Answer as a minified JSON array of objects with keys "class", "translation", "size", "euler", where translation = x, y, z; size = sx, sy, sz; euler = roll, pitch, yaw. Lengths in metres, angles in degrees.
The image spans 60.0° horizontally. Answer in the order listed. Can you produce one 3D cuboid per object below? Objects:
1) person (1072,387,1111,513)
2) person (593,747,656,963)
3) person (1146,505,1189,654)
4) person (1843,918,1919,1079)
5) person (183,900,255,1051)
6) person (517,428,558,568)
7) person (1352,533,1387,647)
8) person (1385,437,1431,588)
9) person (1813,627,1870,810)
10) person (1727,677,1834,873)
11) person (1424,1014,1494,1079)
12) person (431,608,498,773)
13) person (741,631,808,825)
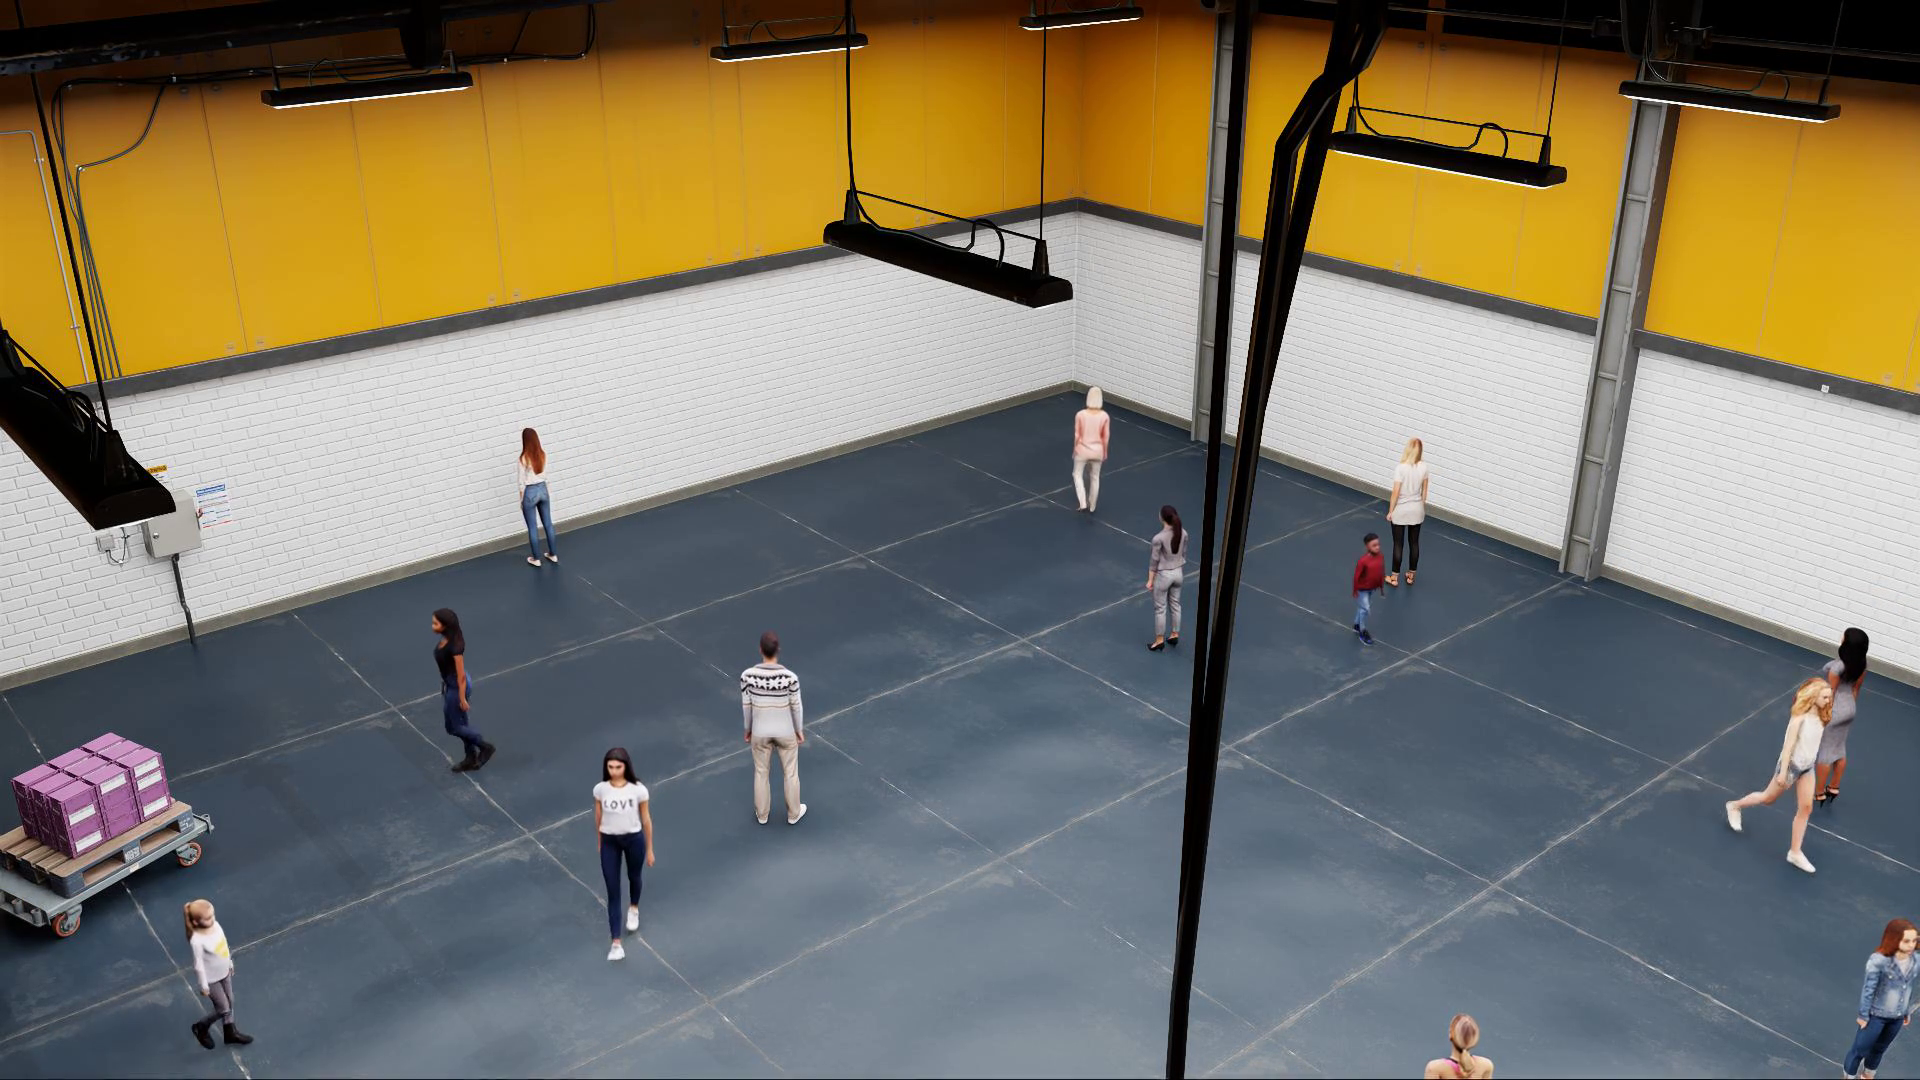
[{"class":"person","translation":[1.667,-1.123,21.341],"size":[0.822,1.719,0.885],"euler":[-1,24,-2]},{"class":"person","translation":[-2.669,2.398,13.258],"size":[1.005,1.743,1.157],"euler":[-2,24,-4]},{"class":"person","translation":[2.228,0.415,17.872],"size":[0.652,1.679,0.628],"euler":[-13,27,-28]},{"class":"person","translation":[6.426,3.274,11.586],"size":[0.633,1.477,0.633],"euler":[-6,24,-13]},{"class":"person","translation":[-5.486,3.157,12.113],"size":[0.732,1.270,0.671],"euler":[2,24,6]},{"class":"person","translation":[-5.094,-0.527,19.966],"size":[0.536,1.729,0.581],"euler":[21,31,40]},{"class":"person","translation":[4.423,0.483,18.262],"size":[0.538,1.242,0.660],"euler":[-15,28,-31]},{"class":"person","translation":[5.225,-0.329,19.392],"size":[0.687,1.826,0.691],"euler":[-4,24,-10]},{"class":"person","translation":[7.927,1.601,15.033],"size":[0.641,1.781,0.626],"euler":[-9,25,-20]},{"class":"person","translation":[7.099,1.937,14.345],"size":[0.760,1.716,1.201],"euler":[-11,26,-24]},{"class":"person","translation":[3.028,3.677,10.275],"size":[0.684,1.788,0.691],"euler":[-4,24,-8]},{"class":"person","translation":[-4.607,1.399,15.564],"size":[0.729,1.726,0.686],"euler":[-10,25,-21]},{"class":"person","translation":[-1.660,1.678,14.758],"size":[0.761,1.860,0.805],"euler":[1,24,2]}]
